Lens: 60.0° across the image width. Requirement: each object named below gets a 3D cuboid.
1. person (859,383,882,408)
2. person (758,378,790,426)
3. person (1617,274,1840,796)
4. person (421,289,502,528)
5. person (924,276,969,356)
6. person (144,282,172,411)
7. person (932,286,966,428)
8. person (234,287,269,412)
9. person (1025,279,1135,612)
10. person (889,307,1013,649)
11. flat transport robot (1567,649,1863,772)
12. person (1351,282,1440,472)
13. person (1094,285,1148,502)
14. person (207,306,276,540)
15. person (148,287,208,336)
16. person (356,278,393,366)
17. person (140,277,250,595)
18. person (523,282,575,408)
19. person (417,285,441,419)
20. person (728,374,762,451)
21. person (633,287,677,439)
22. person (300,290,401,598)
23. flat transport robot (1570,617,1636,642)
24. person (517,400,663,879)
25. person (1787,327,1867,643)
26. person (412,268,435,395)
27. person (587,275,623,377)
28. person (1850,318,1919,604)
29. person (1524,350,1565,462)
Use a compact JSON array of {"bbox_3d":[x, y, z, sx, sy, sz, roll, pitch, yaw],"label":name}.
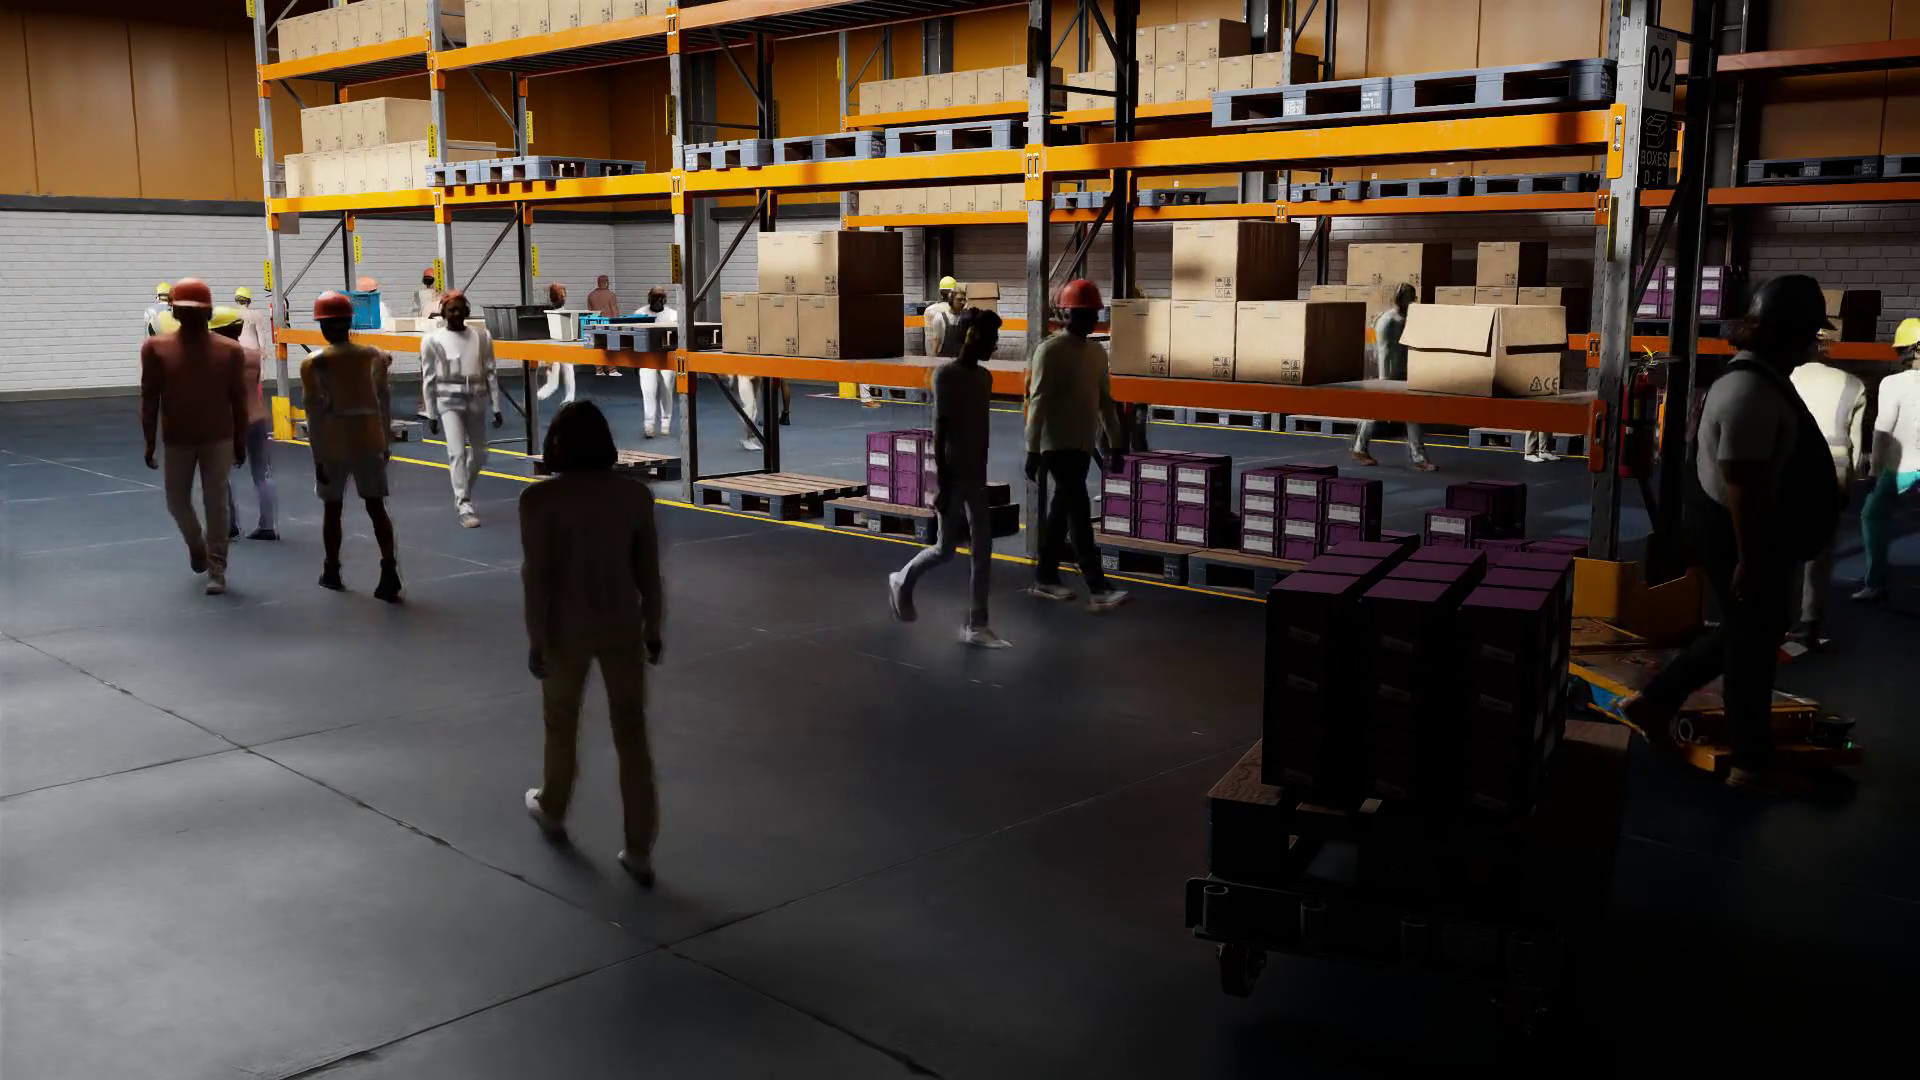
[{"bbox_3d":[-1.323,-2.883,24.201,0.368,1.940,0.631,0,9,-1],"label":"person"},{"bbox_3d":[-2.414,-2.429,21.414,0.361,1.939,0.543,9,13,42],"label":"person"},{"bbox_3d":[3.028,-0.041,6.463,0.677,2.000,0.720,5,10,26],"label":"person"},{"bbox_3d":[-3.961,-1.052,13.181,0.588,1.870,0.730,-6,11,-35],"label":"person"},{"bbox_3d":[-0.151,-2.319,20.776,0.587,1.928,0.362,0,9,-1],"label":"person"},{"bbox_3d":[-11.215,-2.729,23.581,0.600,1.830,0.403,-5,11,-28],"label":"person"},{"bbox_3d":[-0.090,-1.958,18.865,0.544,1.827,0.440,-5,11,-29],"label":"person"},{"bbox_3d":[-10.040,-2.668,23.414,0.533,1.768,0.310,-1,9,-7],"label":"person"},{"bbox_3d":[0.764,-0.556,9.888,0.964,1.949,0.648,8,12,40],"label":"person"},{"bbox_3d":[-0.050,-0.346,9.011,0.799,1.830,0.521,9,13,42],"label":"person"},{"bbox_3d":[3.177,0.708,7.286,0.652,0.197,1.431,-2,9,-9],"label":"flat transport robot"},{"bbox_3d":[4.395,-1.653,16.818,0.646,1.896,1.003,-7,12,-37],"label":"person"},{"bbox_3d":[1.397,-1.249,14.272,0.603,1.901,0.642,-8,12,-40],"label":"person"},{"bbox_3d":[-5.395,-0.854,12.353,0.621,1.740,0.524,3,10,18],"label":"person"},{"bbox_3d":[-8.277,-1.785,17.770,0.621,1.842,0.429,-1,9,-6],"label":"person"},{"bbox_3d":[-7.625,-2.441,21.627,0.419,1.907,0.580,2,9,9],"label":"person"},{"bbox_3d":[-4.798,-0.662,10.471,0.628,1.974,0.650,-3,10,-20],"label":"person"},{"bbox_3d":[-5.166,-2.334,21.094,0.778,1.862,0.570,5,10,26],"label":"person"},{"bbox_3d":[-6.998,-2.569,22.537,1.009,1.864,0.634,-9,13,-44],"label":"person"},{"bbox_3d":[-2.287,-1.787,18.419,0.456,1.619,0.547,9,13,44],"label":"person"},{"bbox_3d":[-3.614,-2.123,19.945,0.651,1.807,0.792,-1,9,-8],"label":"person"},{"bbox_3d":[-3.760,-0.589,10.266,0.556,1.904,0.933,-6,11,-33],"label":"person"},{"bbox_3d":[2.738,0.551,8.248,1.431,0.197,0.652,-2,9,-9],"label":"flat transport robot"},{"bbox_3d":[-1.267,0.313,5.712,0.521,1.569,0.820,-6,11,-31],"label":"person"},{"bbox_3d":[4.626,-0.338,9.155,0.608,1.764,0.927,3,10,17],"label":"person"},{"bbox_3d":[-8.481,-3.346,26.766,0.607,2.038,0.396,0,9,-2],"label":"person"},{"bbox_3d":[-6.662,-4.021,31.267,0.643,1.913,0.410,4,10,23],"label":"person"},{"bbox_3d":[5.553,-0.418,9.733,0.573,1.730,0.727,-1,9,-4],"label":"person"},{"bbox_3d":[6.155,-1.627,17.452,0.510,1.629,0.318,-7,12,-38],"label":"person"}]
